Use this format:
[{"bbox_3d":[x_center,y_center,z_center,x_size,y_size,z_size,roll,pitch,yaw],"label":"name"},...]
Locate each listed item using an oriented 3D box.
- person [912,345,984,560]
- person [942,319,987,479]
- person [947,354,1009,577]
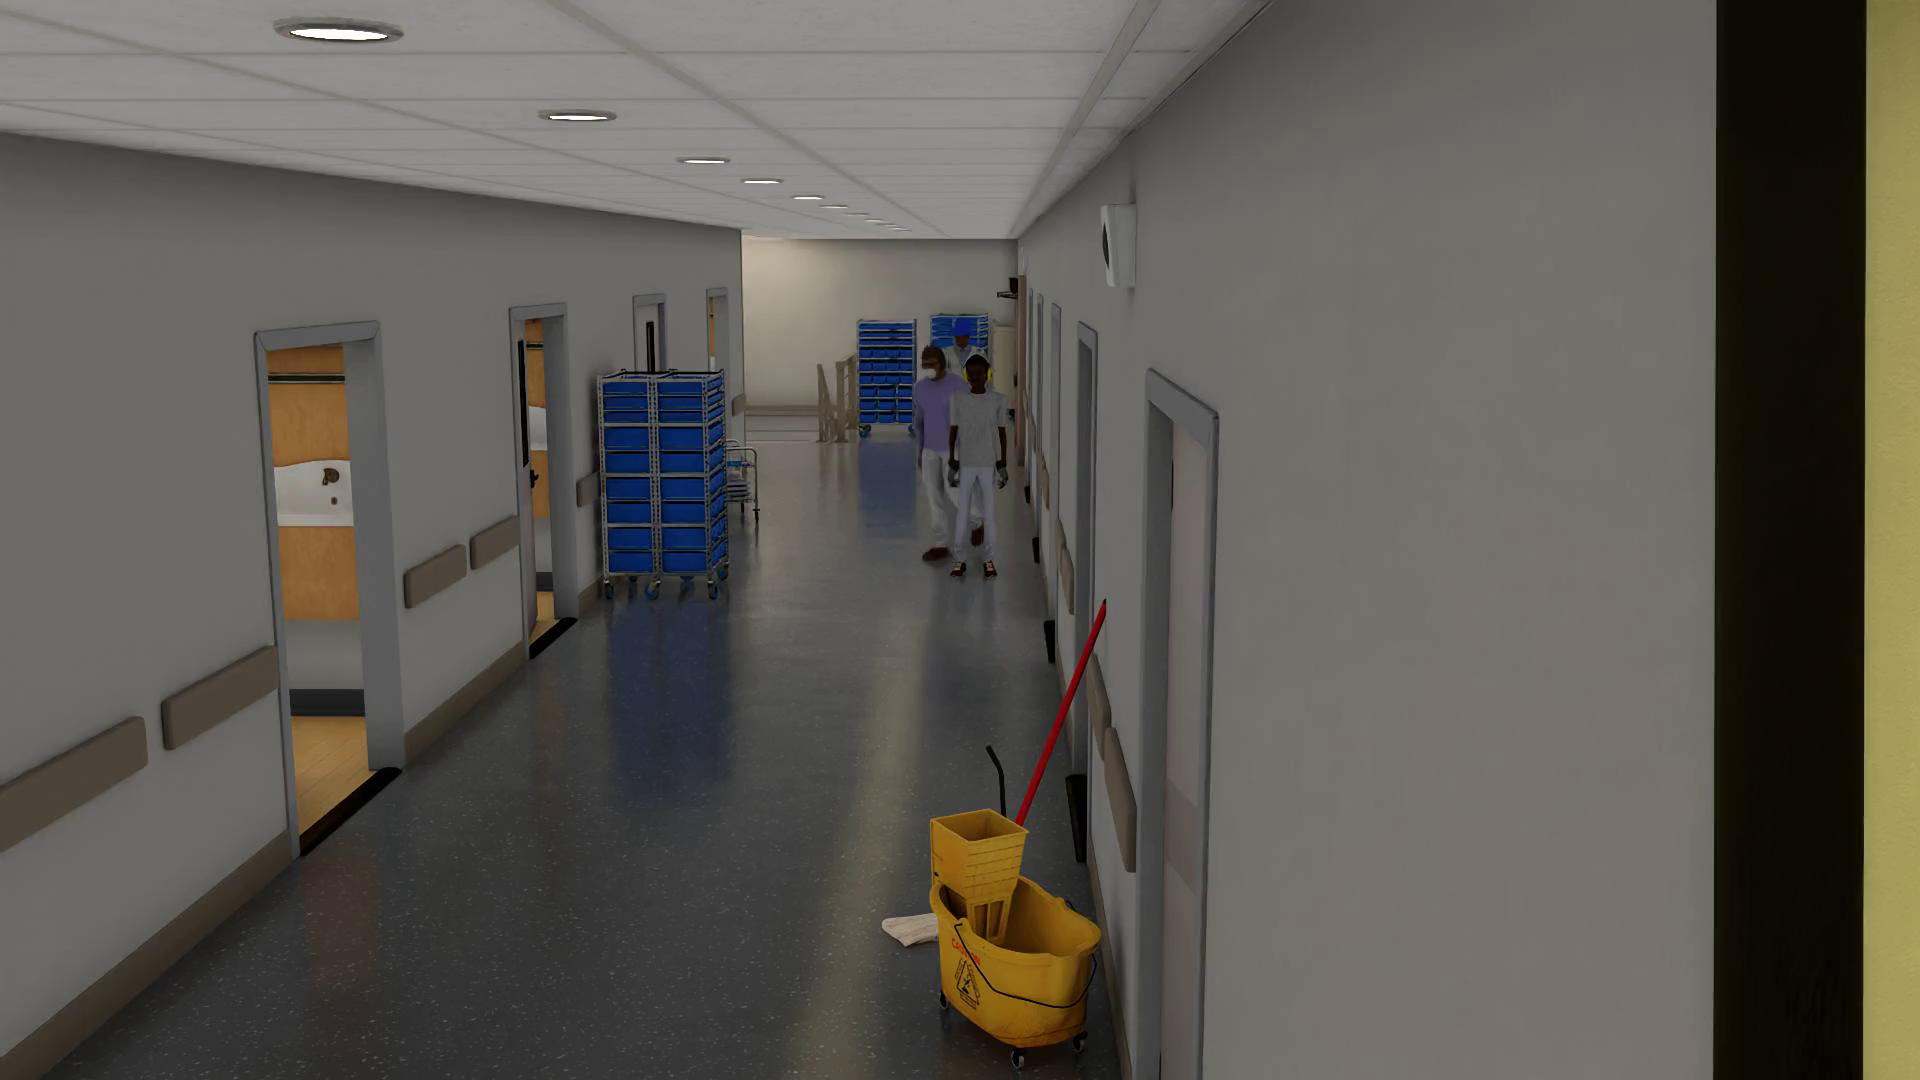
[{"bbox_3d":[-0.088,-0.789,14.804,0.681,1.907,0.712,7,12,36],"label":"person"},{"bbox_3d":[0.030,-1.699,20.145,0.606,1.940,0.409,0,9,3],"label":"person"},{"bbox_3d":[0.150,-0.612,13.857,0.513,1.867,0.329,0,9,3],"label":"person"}]
